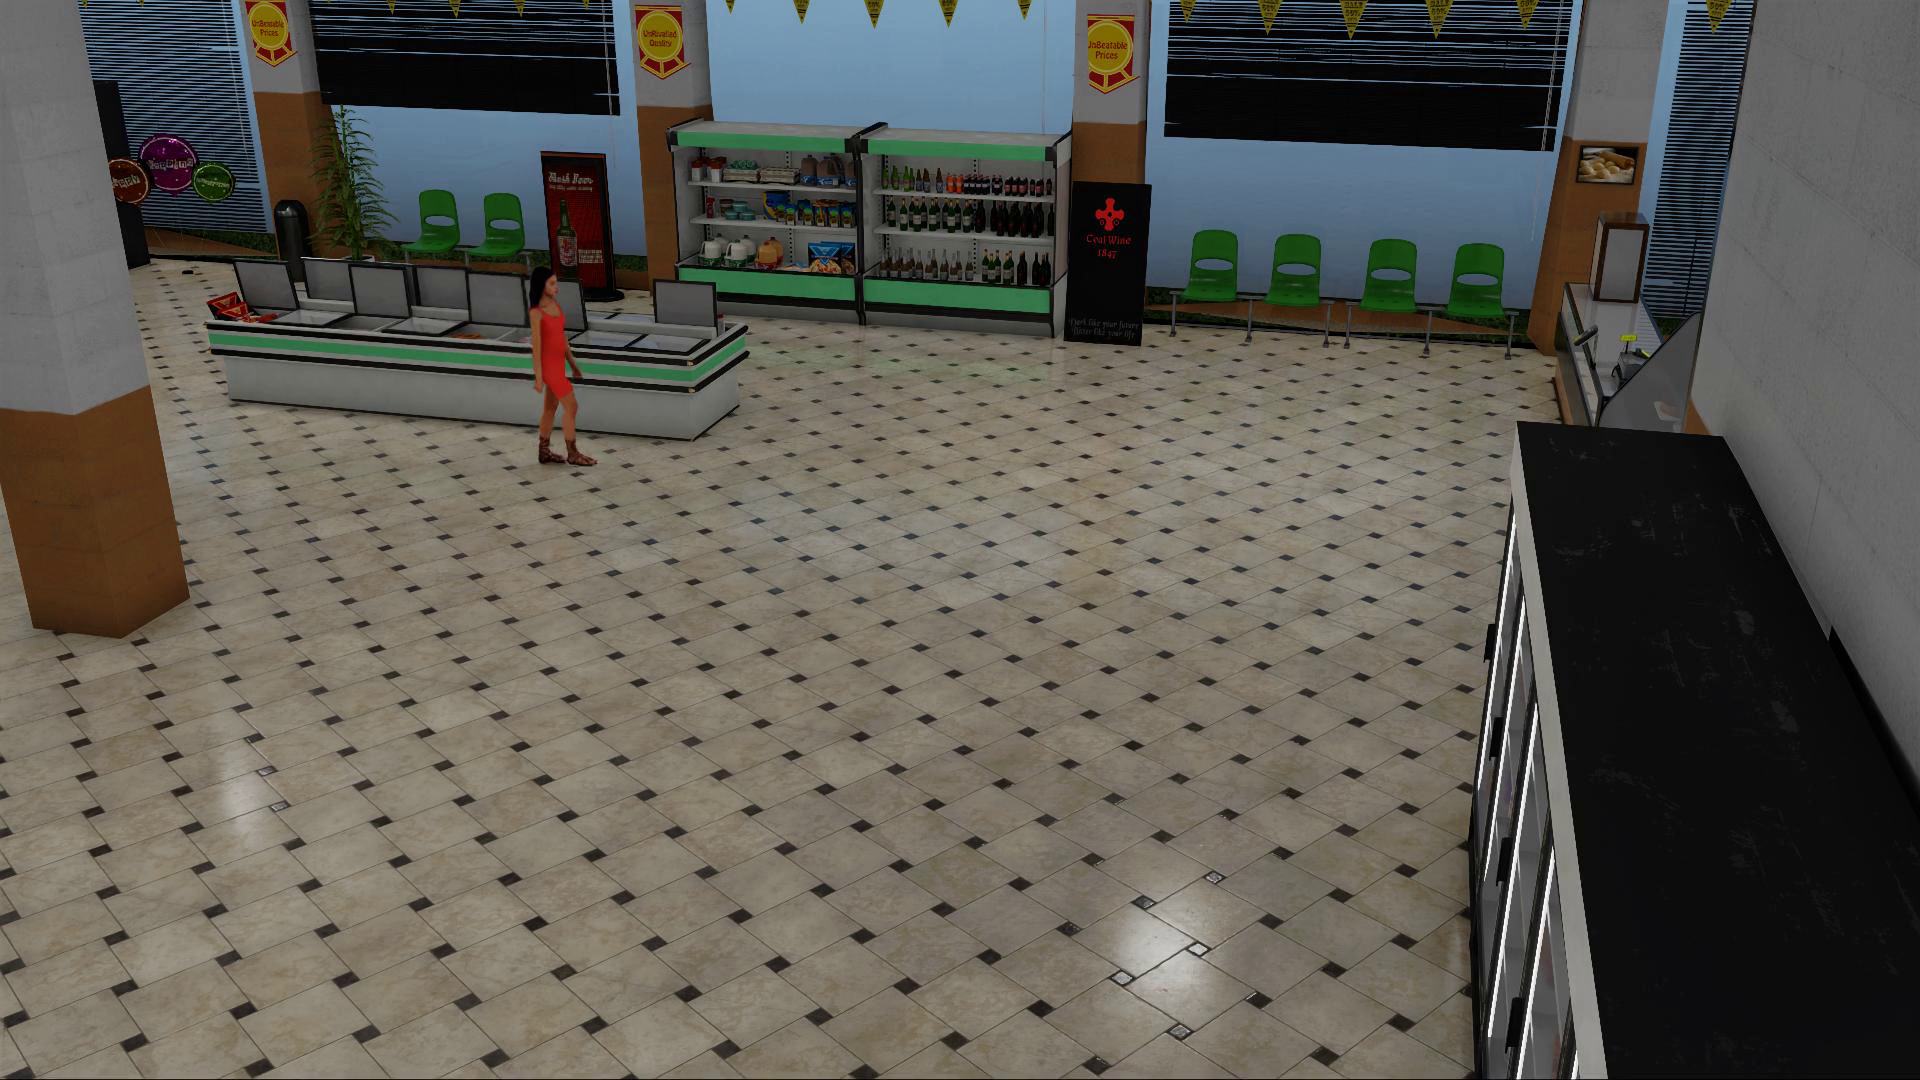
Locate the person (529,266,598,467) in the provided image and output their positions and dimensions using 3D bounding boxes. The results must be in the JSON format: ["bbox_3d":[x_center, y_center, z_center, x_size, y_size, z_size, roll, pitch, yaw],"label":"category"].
[{"bbox_3d":[-3.512,-1.440,13.959,0.823,1.704,0.675,1,22,2],"label":"person"}]
